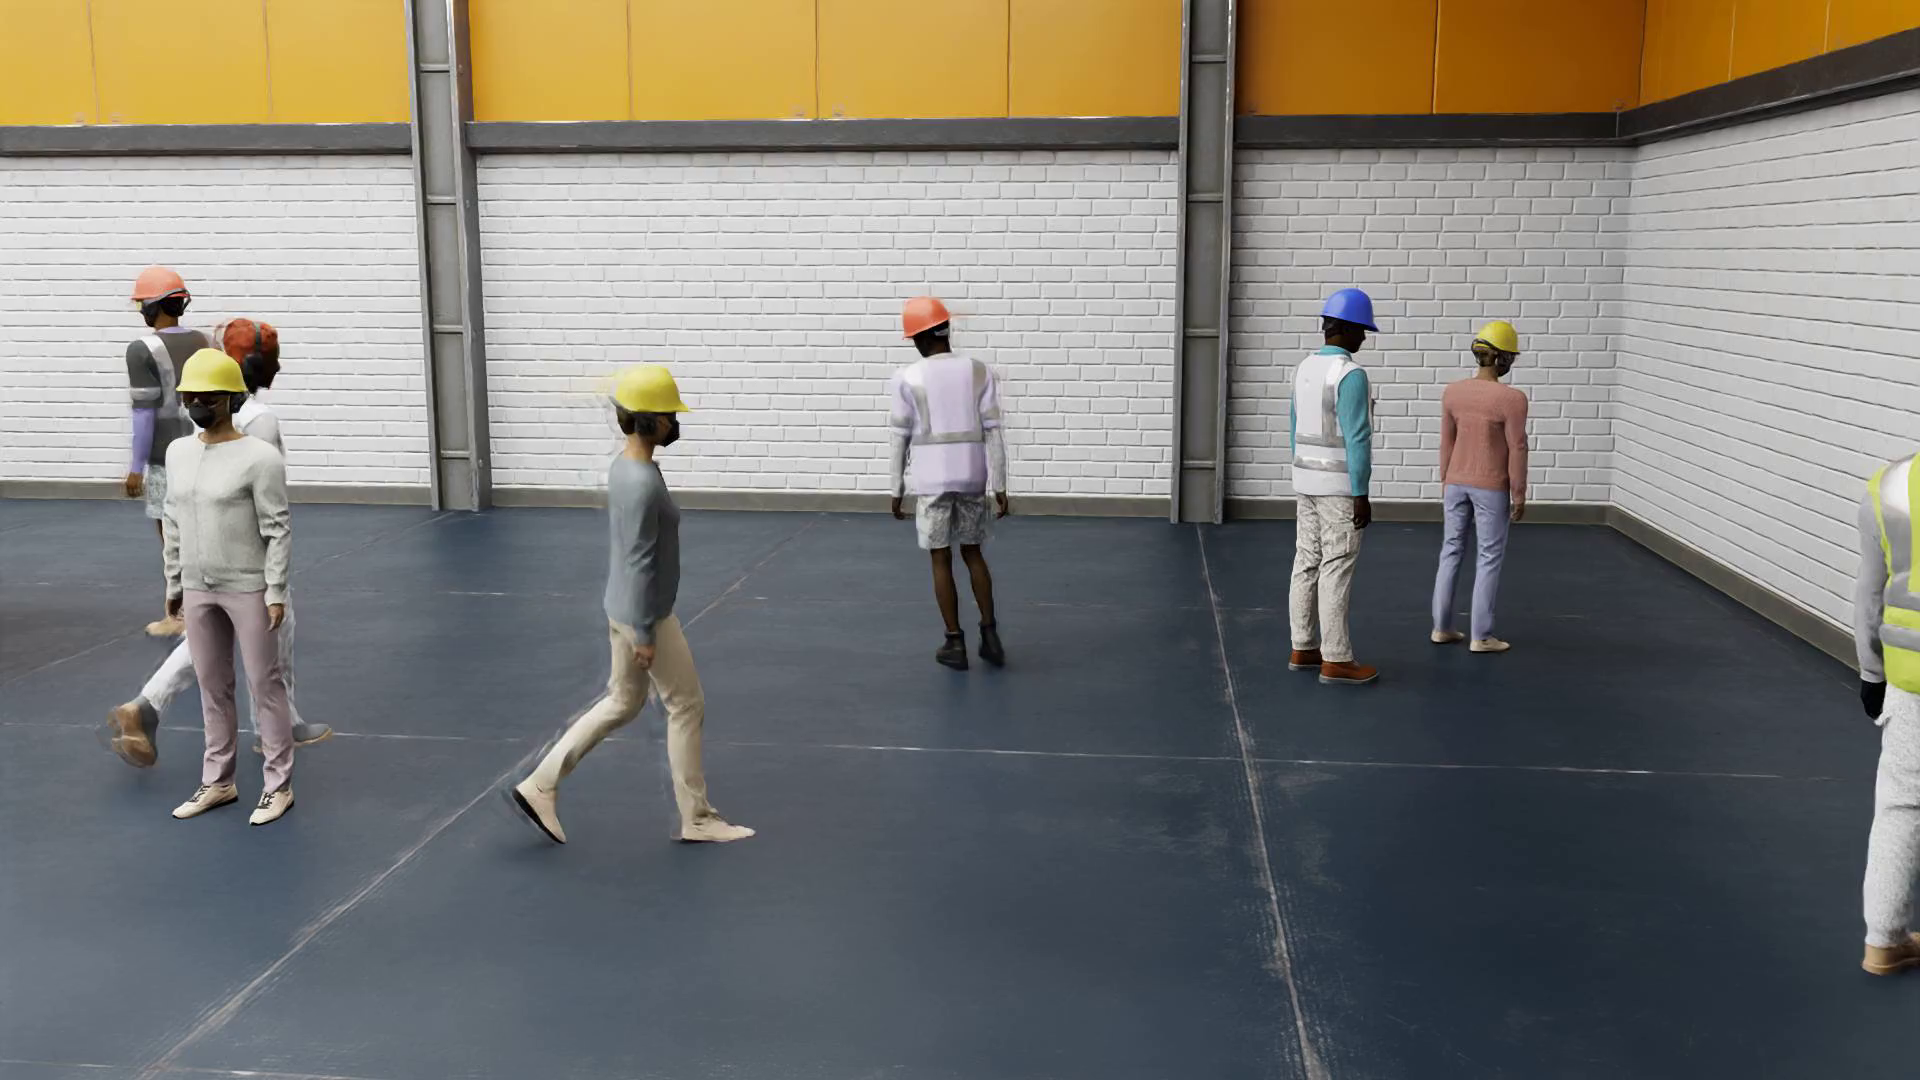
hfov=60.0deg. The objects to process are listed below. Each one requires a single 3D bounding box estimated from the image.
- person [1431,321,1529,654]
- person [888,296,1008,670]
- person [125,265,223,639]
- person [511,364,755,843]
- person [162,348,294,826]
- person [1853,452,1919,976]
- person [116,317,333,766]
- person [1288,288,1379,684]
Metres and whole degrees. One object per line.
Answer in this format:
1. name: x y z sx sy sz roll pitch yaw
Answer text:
1. person: 2.772 -0.274 8.809 0.342 1.757 0.533 -7 12 -36
2. person: -0.078 -0.295 8.518 0.563 1.890 0.543 -3 10 -15
3. person: -4.315 -0.477 9.139 0.386 2.042 0.609 3 10 18
4. person: -1.182 0.249 5.873 0.797 1.742 0.531 -3 10 -17
5. person: -2.721 0.178 6.168 0.524 1.772 0.309 3 10 15
6. person: 2.855 0.408 4.705 0.429 1.828 0.641 -8 13 -40
7. person: -3.044 0.022 6.827 0.607 1.858 0.825 8 13 39
8. person: 1.850 -0.265 8.223 0.402 1.938 0.604 -3 10 -19
